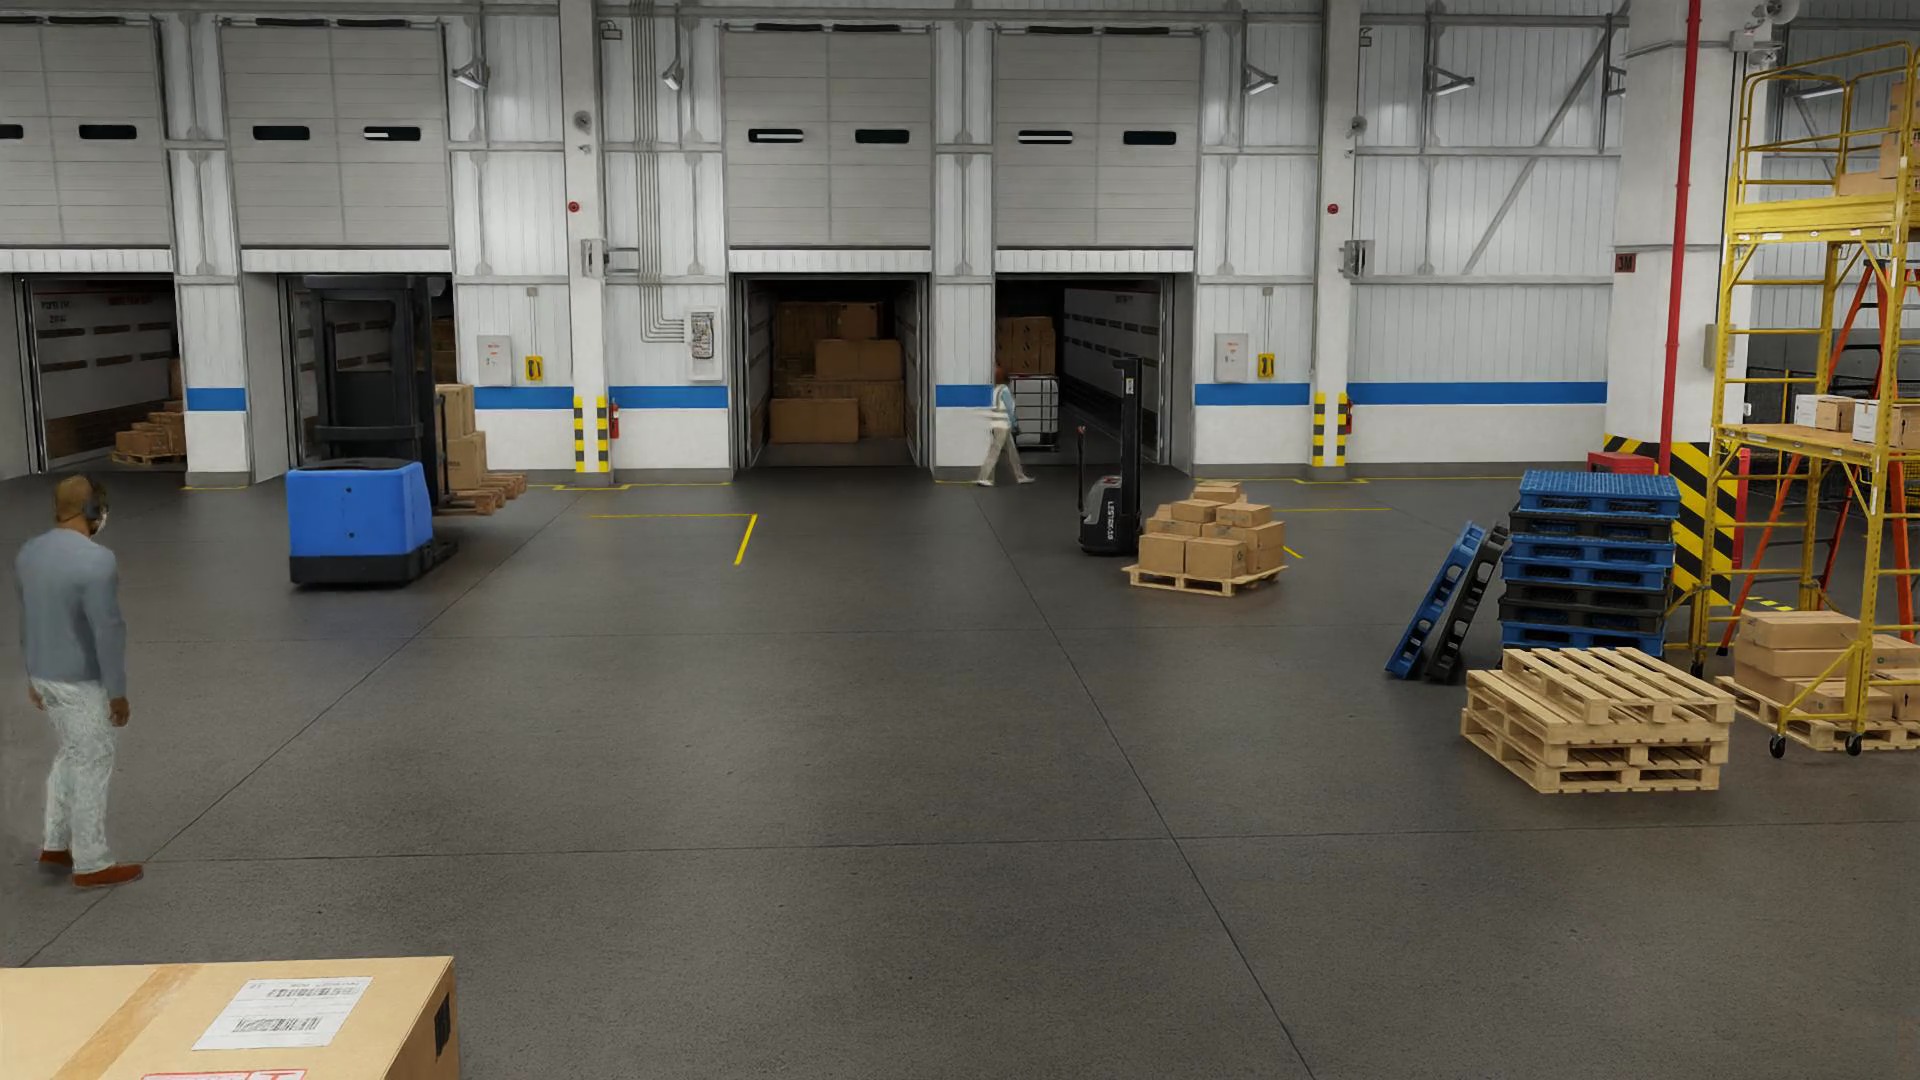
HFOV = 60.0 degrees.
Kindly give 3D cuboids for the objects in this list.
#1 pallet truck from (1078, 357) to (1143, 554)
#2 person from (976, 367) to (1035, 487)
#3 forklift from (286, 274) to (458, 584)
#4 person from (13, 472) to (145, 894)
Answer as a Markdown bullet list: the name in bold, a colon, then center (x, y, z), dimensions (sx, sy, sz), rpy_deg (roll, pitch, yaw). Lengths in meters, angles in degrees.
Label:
- **pallet truck**: center (2.088, -0.836, 16.757), dimensions (1.885, 1.965, 0.823), rpy_deg (2, 9, 13)
- **person**: center (0.593, -1.507, 22.240), dimensions (0.830, 1.597, 0.518), rpy_deg (-1, 9, -7)
- **forklift**: center (-5.550, -1.092, 15.605), dimensions (1.129, 2.768, 1.873), rpy_deg (-1, 9, -4)
- **person**: center (-4.090, 0.647, 7.698), dimensions (0.690, 1.924, 0.409), rpy_deg (5, 10, 29)
